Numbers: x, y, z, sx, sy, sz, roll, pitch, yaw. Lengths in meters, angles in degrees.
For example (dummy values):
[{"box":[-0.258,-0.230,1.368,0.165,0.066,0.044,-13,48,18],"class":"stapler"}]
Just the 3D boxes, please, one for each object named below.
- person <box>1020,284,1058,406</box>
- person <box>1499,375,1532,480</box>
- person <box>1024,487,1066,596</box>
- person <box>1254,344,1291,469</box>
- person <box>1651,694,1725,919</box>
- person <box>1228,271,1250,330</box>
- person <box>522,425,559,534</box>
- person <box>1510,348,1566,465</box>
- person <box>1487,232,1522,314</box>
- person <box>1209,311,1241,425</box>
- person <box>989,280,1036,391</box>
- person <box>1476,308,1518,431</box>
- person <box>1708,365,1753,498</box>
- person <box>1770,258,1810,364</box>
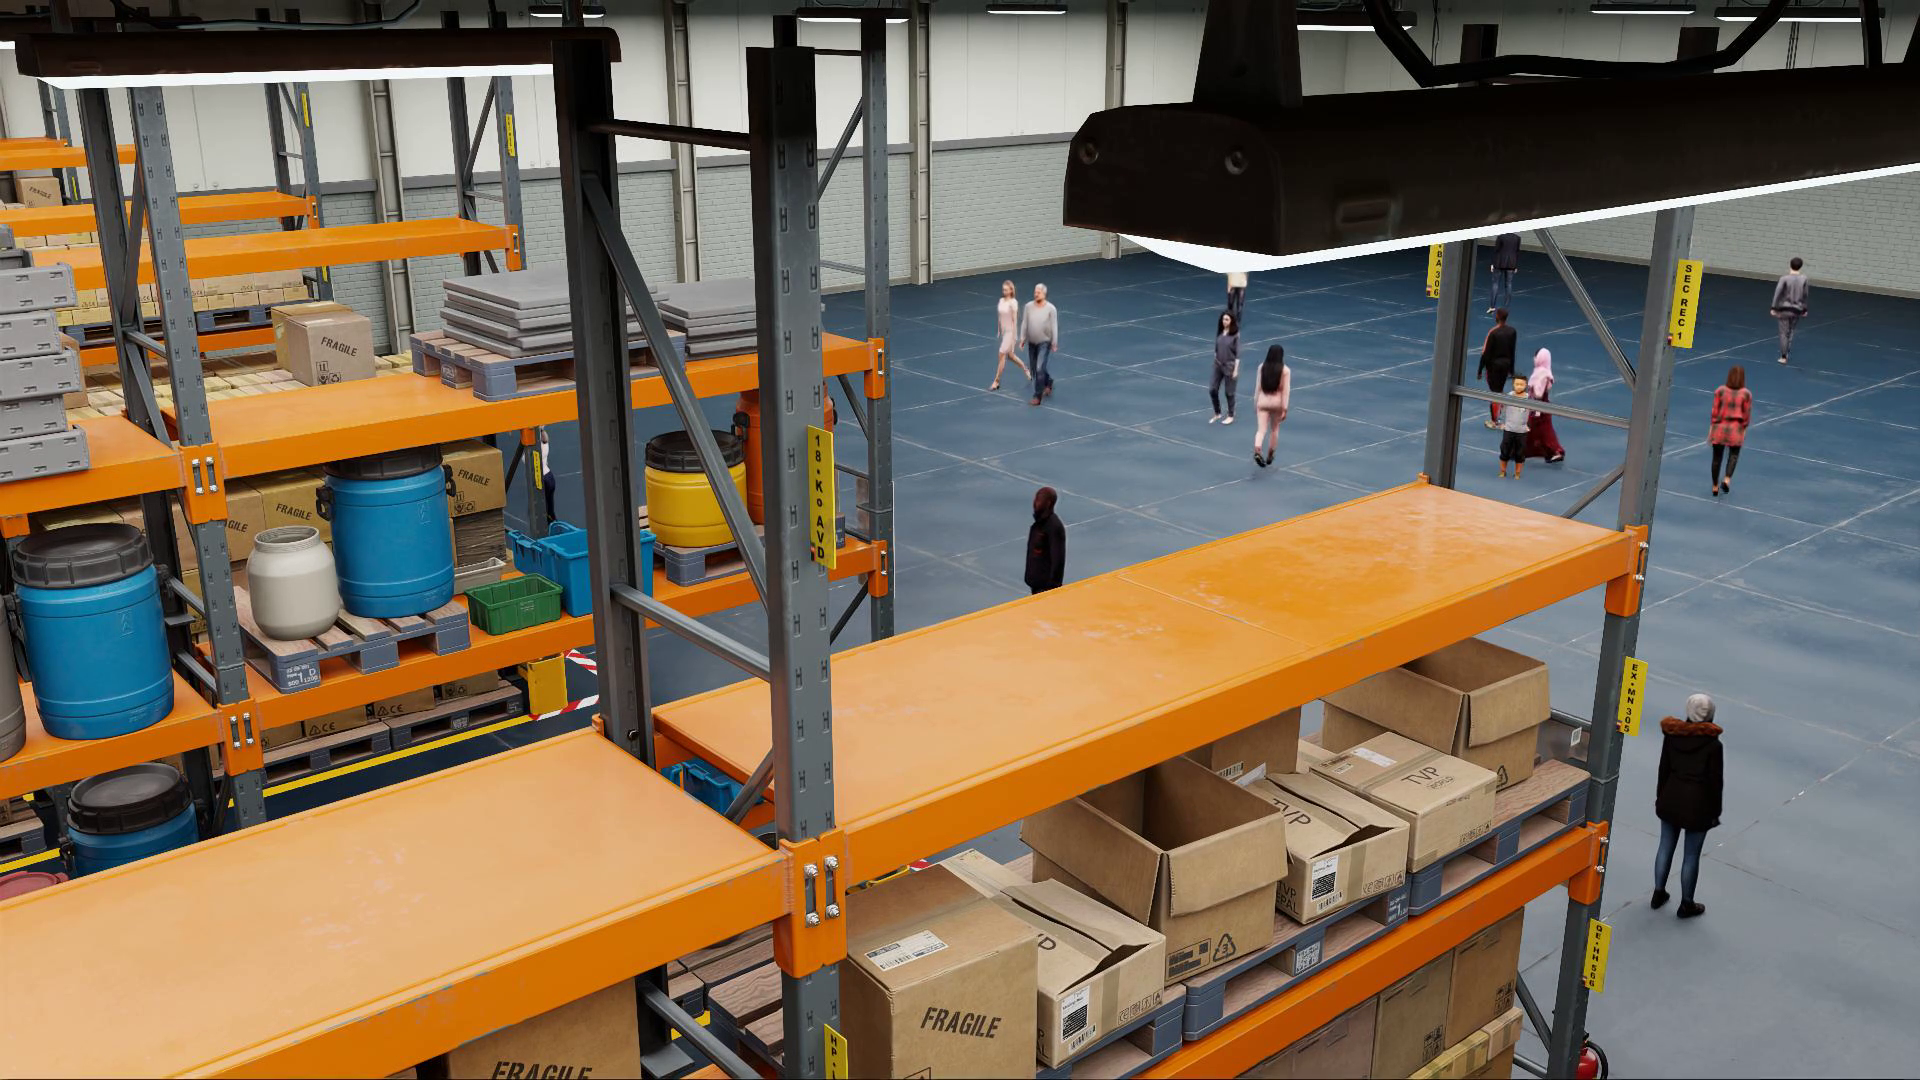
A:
[{"box":[1.289,-3.090,26.125,0.932,1.881,1.232,11,21,31],"class":"person"},{"box":[7.384,-1.546,22.077,0.630,1.453,0.648,6,19,18],"class":"person"},{"box":[0.820,0.372,15.584,0.745,1.825,0.783,-6,19,-16],"class":"person"},{"box":[4.136,-1.744,22.317,0.970,1.680,1.200,8,20,23],"class":"person"},{"box":[5.013,1.814,11.466,0.584,1.633,0.617,-15,23,-38],"class":"person"},{"box":[5.355,-4.892,32.153,0.865,1.574,0.920,1,18,3],"class":"person"},{"box":[-4.689,-0.573,18.686,0.747,1.701,0.677,2,18,8],"class":"person"},{"box":[7.919,-1.773,22.536,0.920,1.599,1.086,11,21,30],"class":"person"},{"box":[9.897,-5.001,30.319,0.822,1.782,0.789,2,18,5],"class":"person"},{"box":[4.002,-2.570,24.769,0.678,1.732,0.740,15,23,38],"class":"person"},{"box":[0.867,-3.313,26.966,1.133,1.784,0.719,-10,20,-27],"class":"person"},{"box":[7.965,-2.510,24.471,0.724,1.802,0.837,-4,18,-13],"class":"person"},{"box":[9.741,-1.361,21.123,0.717,1.691,0.745,9,20,26],"class":"person"},{"box":[14.470,-3.978,28.929,0.832,1.834,0.889,2,18,6],"class":"person"}]
